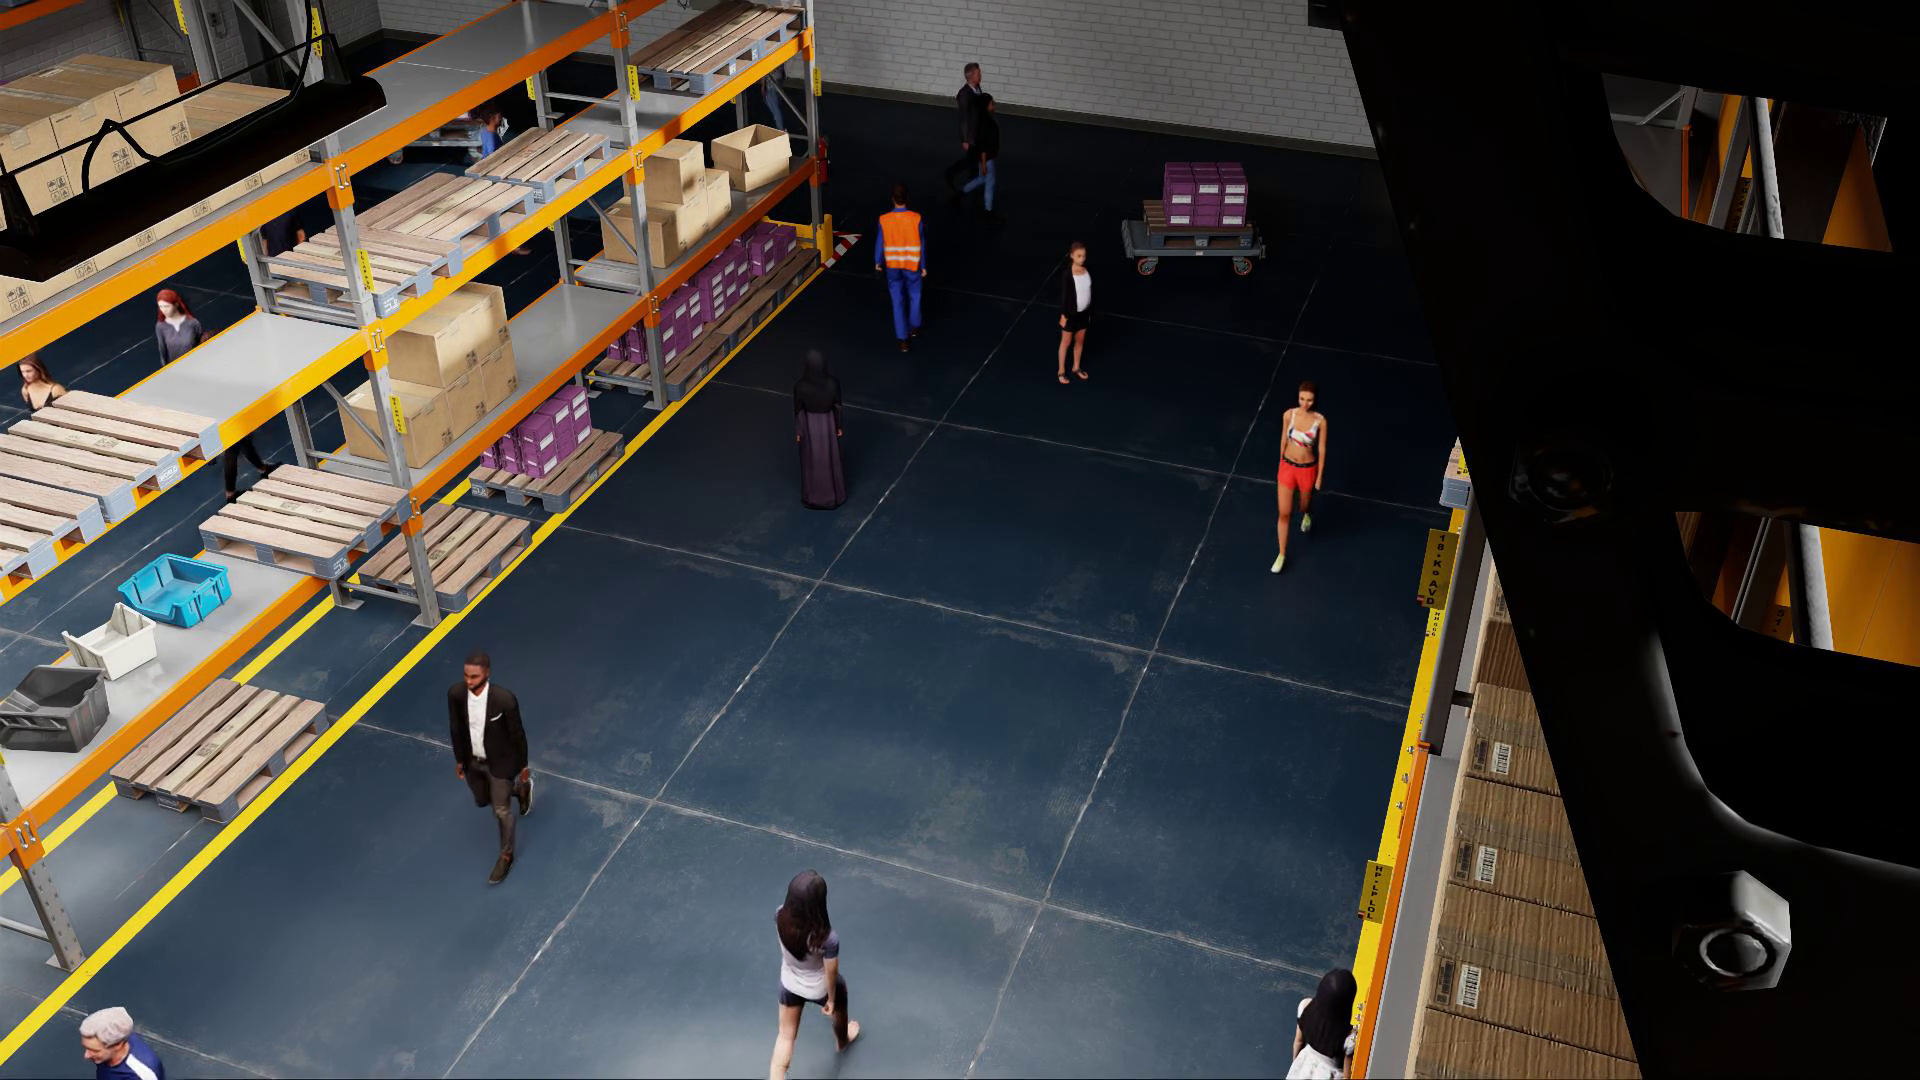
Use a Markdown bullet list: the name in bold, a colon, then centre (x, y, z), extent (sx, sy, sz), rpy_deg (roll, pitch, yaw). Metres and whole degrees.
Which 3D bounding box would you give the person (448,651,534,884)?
- **person**: centre (-3.162, 1.452, 11.327), extent (0.720, 1.784, 1.024), rpy_deg (7, 34, 11)

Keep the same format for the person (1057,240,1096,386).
- **person**: centre (1.204, -2.393, 17.317), extent (0.638, 1.555, 0.703), rpy_deg (-16, 37, -23)

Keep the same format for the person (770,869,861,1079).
- **person**: centre (-0.934, 2.626, 9.667), extent (0.644, 1.667, 1.110), rpy_deg (14, 36, 19)

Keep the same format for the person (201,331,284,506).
- **person**: centre (-6.774, -1.081, 15.223), extent (0.796, 1.690, 1.016), rpy_deg (21, 39, 29)

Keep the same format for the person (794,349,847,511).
- **person**: centre (-1.299, -1.026, 15.210), extent (0.712, 1.613, 0.747), rpy_deg (-7, 34, -10)

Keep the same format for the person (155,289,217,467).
- **person**: centre (-7.355, -1.644, 16.028), extent (0.899, 1.735, 1.150), rpy_deg (-2, 34, -3)

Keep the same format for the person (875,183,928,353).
- **person**: centre (-0.614, -2.887, 17.798), extent (0.890, 1.846, 0.998), rpy_deg (1, 34, 1)

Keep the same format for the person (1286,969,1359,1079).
- **person**: centre (1.953, 2.992, 9.023), extent (0.799, 1.769, 0.776), rpy_deg (-25, 41, -32)

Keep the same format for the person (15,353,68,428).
- **person**: centre (-8.075, -0.950, 15.037), extent (0.781, 1.676, 1.099), rpy_deg (2, 34, 3)

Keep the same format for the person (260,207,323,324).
- **person**: centre (-7.314, -3.077, 18.082), extent (0.735, 1.850, 0.736), rpy_deg (-5, 34, -7)

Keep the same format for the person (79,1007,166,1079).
- **person**: centre (-4.258, 3.063, 8.872), extent (0.827, 1.818, 1.087), rpy_deg (22, 39, 29)

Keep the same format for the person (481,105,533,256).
- **person**: centre (-5.614, -4.270, 19.877), extent (0.856, 1.848, 0.797), rpy_deg (-15, 36, -21)

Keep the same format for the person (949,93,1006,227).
- **person**: centre (0.223, -4.728, 20.712), extent (0.827, 1.688, 0.950), rpy_deg (0, 34, 0)

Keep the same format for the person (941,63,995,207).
- **person**: centre (0.090, -5.220, 21.329), extent (0.816, 1.824, 0.955), rpy_deg (10, 35, 14)

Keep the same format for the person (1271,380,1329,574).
- **person**: centre (2.980, -0.628, 14.480), extent (0.630, 1.758, 1.125), rpy_deg (14, 36, 20)
